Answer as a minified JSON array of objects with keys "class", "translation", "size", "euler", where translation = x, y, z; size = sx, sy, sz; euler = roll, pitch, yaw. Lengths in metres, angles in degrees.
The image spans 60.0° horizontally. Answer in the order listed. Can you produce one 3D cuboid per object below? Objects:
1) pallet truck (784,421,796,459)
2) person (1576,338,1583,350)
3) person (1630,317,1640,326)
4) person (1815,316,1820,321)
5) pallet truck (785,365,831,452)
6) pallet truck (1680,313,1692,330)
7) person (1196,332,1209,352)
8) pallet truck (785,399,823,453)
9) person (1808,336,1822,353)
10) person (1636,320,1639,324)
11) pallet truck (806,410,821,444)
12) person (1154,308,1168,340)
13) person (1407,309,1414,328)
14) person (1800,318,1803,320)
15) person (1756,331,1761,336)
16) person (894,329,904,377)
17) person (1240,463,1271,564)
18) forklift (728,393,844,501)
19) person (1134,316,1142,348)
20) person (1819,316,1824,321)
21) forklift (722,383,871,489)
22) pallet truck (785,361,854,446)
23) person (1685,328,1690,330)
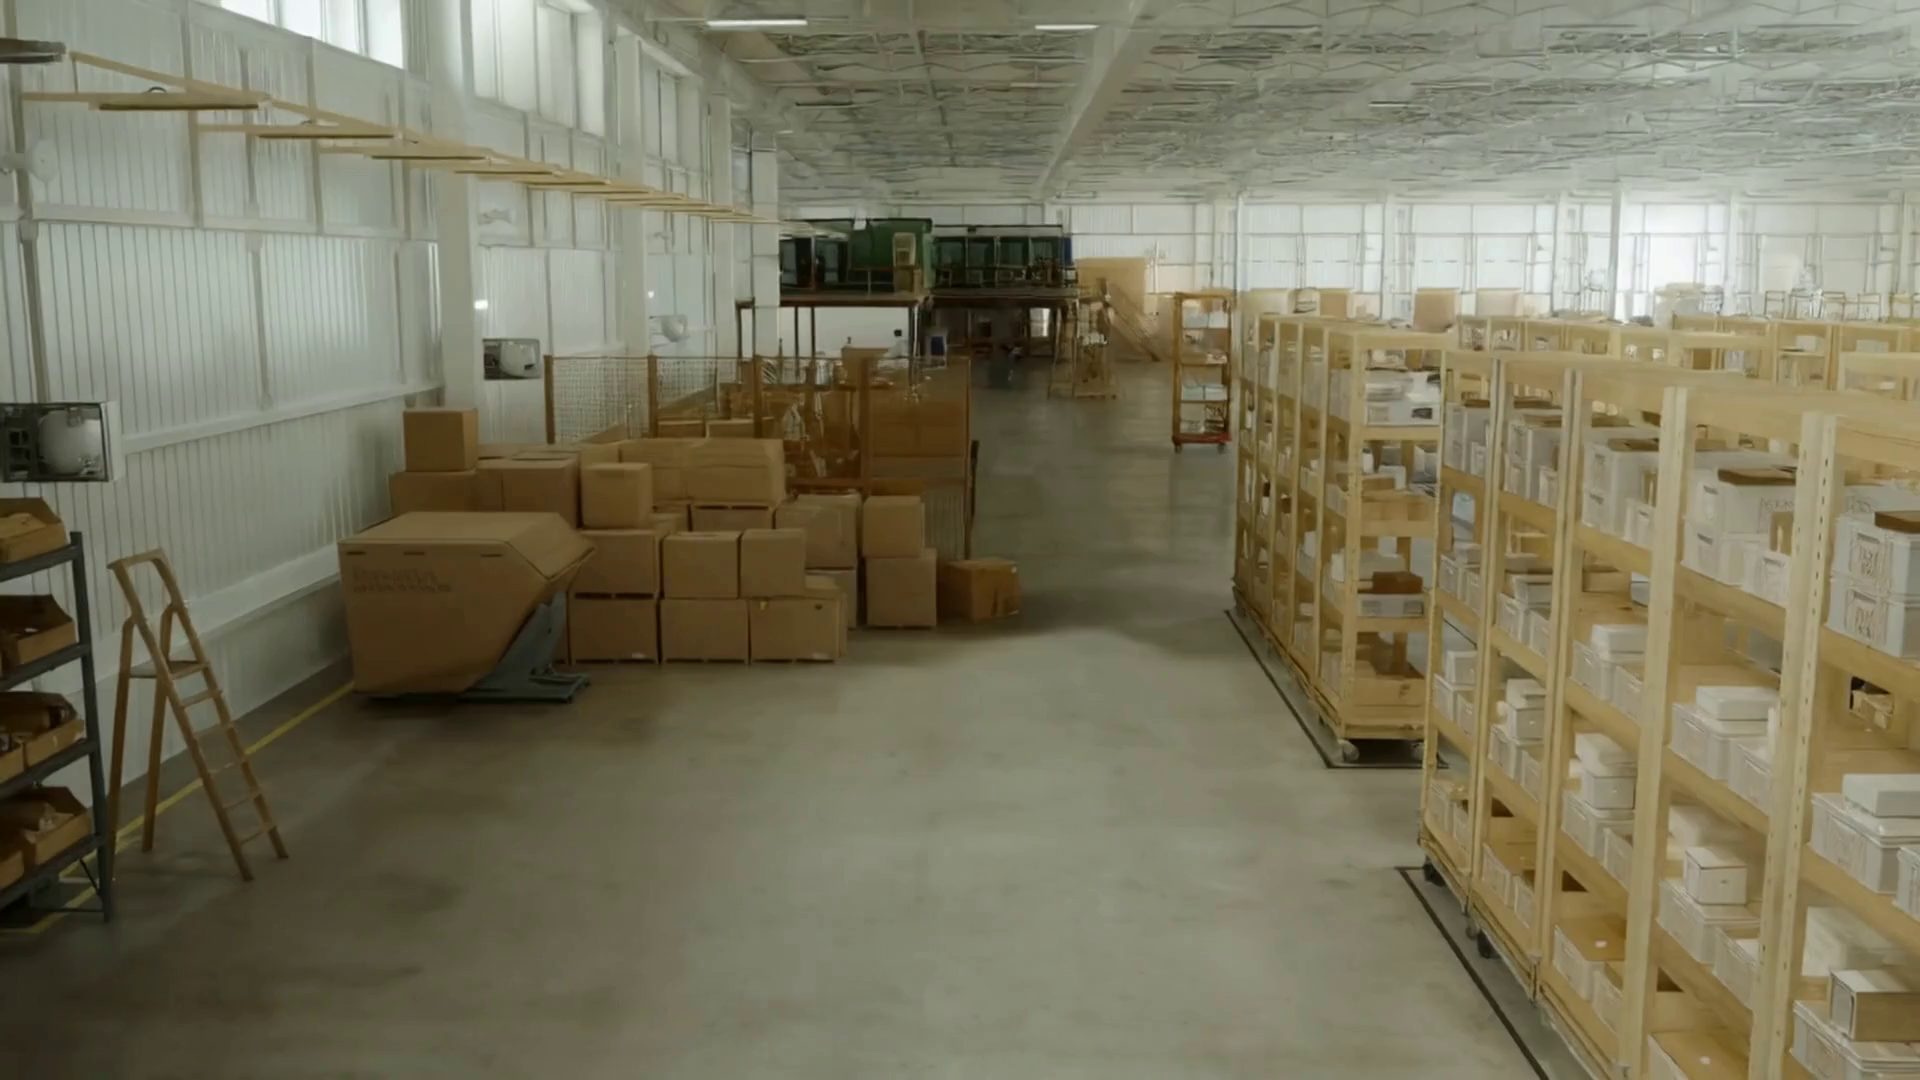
[{"class":"pallet truck","translation":[-4.013,-1.793,32.705],"size":[1.601,1.201,0.680],"euler":[0,9,1]},{"class":"person","translation":[24.815,-7.807,67.306],"size":[0.689,2.000,0.539],"euler":[2,9,12]},{"class":"person","translation":[31.727,-9.534,78.333],"size":[0.593,1.918,0.408],"euler":[-1,9,-4]},{"class":"person","translation":[41.222,-9.814,80.062],"size":[0.391,1.920,0.593],"euler":[-1,9,-7]},{"class":"pallet truck","translation":[-3.774,-2.976,37.635],"size":[1.885,1.965,0.823],"euler":[1,9,5]},{"class":"pallet truck","translation":[36.315,-10.531,84.244],"size":[0.823,1.965,1.885],"euler":[-6,11,-33]},{"class":"person","translation":[11.151,-9.204,76.377],"size":[0.565,1.890,0.980],"euler":[-6,11,-31]},{"class":"pallet truck","translation":[-3.814,-2.432,36.419],"size":[1.630,1.274,0.653],"euler":[0,9,1]},{"class":"person","translation":[30.160,-6.297,58.714],"size":[0.421,1.807,0.609],"euler":[1,9,6]},{"class":"person","translation":[34.305,-10.400,84.518],"size":[0.899,1.646,0.537],"euler":[-8,12,-41]},{"class":"pallet truck","translation":[-3.559,-2.018,33.905],"size":[1.522,1.261,0.704],"euler":[0,9,-1]},{"class":"person","translation":[11.833,-12.691,97.820],"size":[0.770,1.929,0.614],"euler":[2,9,10]},{"class":"person","translation":[25.606,-12.183,94.684],"size":[0.398,1.918,0.586],"euler":[6,11,34]},{"class":"person","translation":[40.851,-9.889,80.910],"size":[0.919,1.789,0.509],"euler":[-9,13,-42]},{"class":"person","translation":[32.064,-7.618,66.609],"size":[0.553,1.904,0.959],"euler":[-9,13,-43]},{"class":"person","translation":[-2.390,-7.218,64.195],"size":[0.526,1.867,0.615],"euler":[0,9,0]},{"class":"person","translation":[3.923,-0.370,22.068],"size":[0.590,1.833,0.404],"euler":[8,12,41]},{"class":"forklift","translation":[-2.979,-1.316,26.476],"size":[2.680,1.987,1.157],"euler":[0,9,1]},{"class":"person","translation":[9.456,-11.091,88.200],"size":[0.429,1.837,0.621],"euler":[-1,9,-8]},{"class":"person","translation":[42.940,-10.253,83.016],"size":[0.625,1.841,0.429],"euler":[2,9,9]},{"class":"forklift","translation":[-2.893,-1.687,28.729],"size":[2.680,1.987,1.157],"euler":[0,9,-1]},{"class":"pallet truck","translation":[-3.410,-3.193,38.978],"size":[1.885,1.965,0.823],"euler":[0,9,-1]},{"class":"person","translation":[26.660,-6.787,61.155],"size":[0.380,1.995,0.608],"euler":[-4,10,-25]}]
